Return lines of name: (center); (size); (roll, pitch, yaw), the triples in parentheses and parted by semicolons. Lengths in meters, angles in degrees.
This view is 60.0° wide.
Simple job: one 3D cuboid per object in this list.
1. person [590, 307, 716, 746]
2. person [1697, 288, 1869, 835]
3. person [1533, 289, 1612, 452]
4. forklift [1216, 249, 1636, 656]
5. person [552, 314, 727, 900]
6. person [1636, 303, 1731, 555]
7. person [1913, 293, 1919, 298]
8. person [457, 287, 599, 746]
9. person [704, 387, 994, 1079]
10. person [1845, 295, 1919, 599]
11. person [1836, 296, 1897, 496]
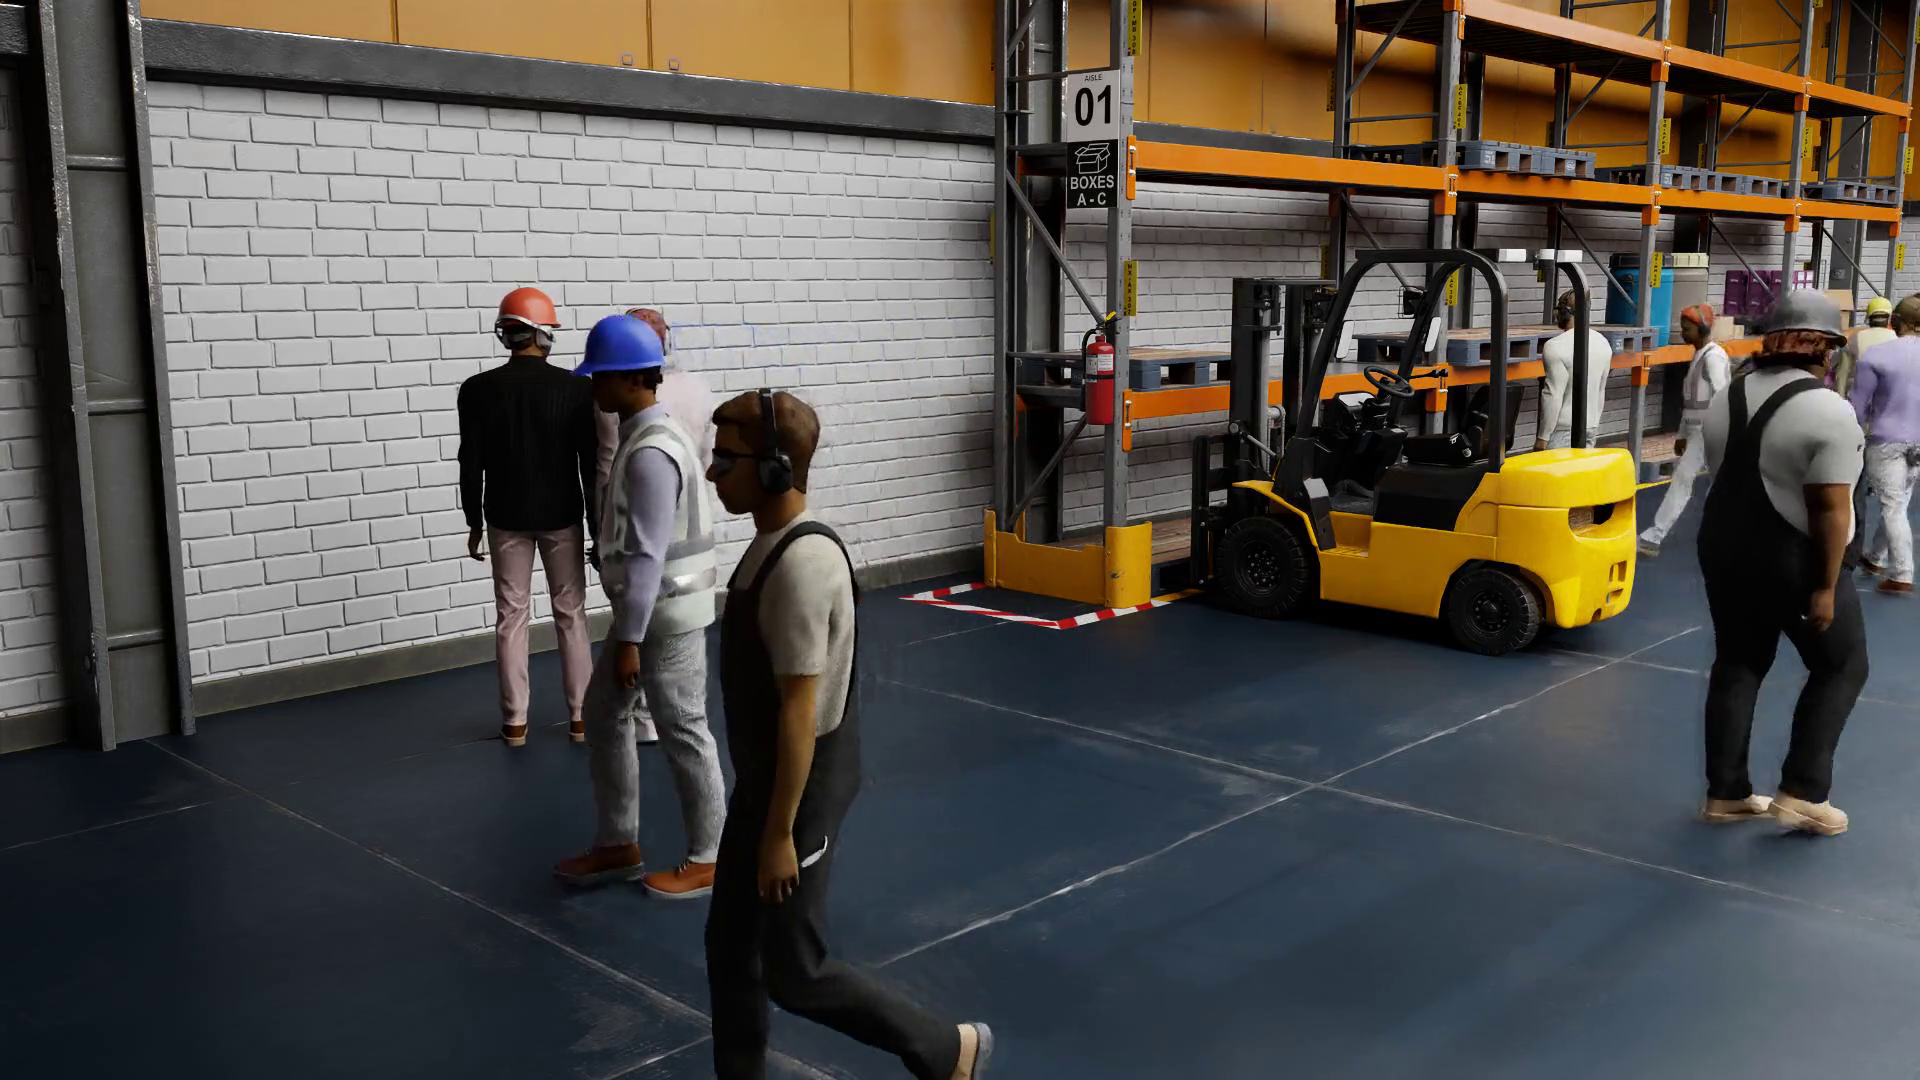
person: (-1.364, -0.060, 7.297); (0.407, 1.905, 0.655); (7, 12, 37)
person: (3.055, 0.064, 6.119); (0.590, 2.000, 0.684); (-3, 10, -20)
person: (4.154, -0.740, 11.361); (0.632, 1.939, 0.368); (-7, 11, -35)
forklift: (2.710, -0.584, 9.626); (2.313, 2.155, 1.214); (9, 13, 43)
person: (-1.084, 0.243, 5.379); (0.755, 1.917, 0.639); (-2, 10, -13)
person: (5.278, -0.759, 11.831); (0.994, 1.826, 0.582); (3, 10, 20)
person: (11.272, -1.979, 19.373); (0.520, 1.813, 0.678); (-1, 9, -9)
person: (-1.855, -0.096, 7.249); (0.612, 1.991, 0.392); (-2, 9, -9)
person: (-0.326, 0.566, 3.722); (0.735, 1.826, 0.518); (-3, 10, -19)
person: (5.990, -0.617, 10.743); (0.645, 1.895, 0.963); (-1, 9, -4)
person: (8.298, -1.292, 15.112); (0.604, 1.827, 0.440); (6, 11, 33)
